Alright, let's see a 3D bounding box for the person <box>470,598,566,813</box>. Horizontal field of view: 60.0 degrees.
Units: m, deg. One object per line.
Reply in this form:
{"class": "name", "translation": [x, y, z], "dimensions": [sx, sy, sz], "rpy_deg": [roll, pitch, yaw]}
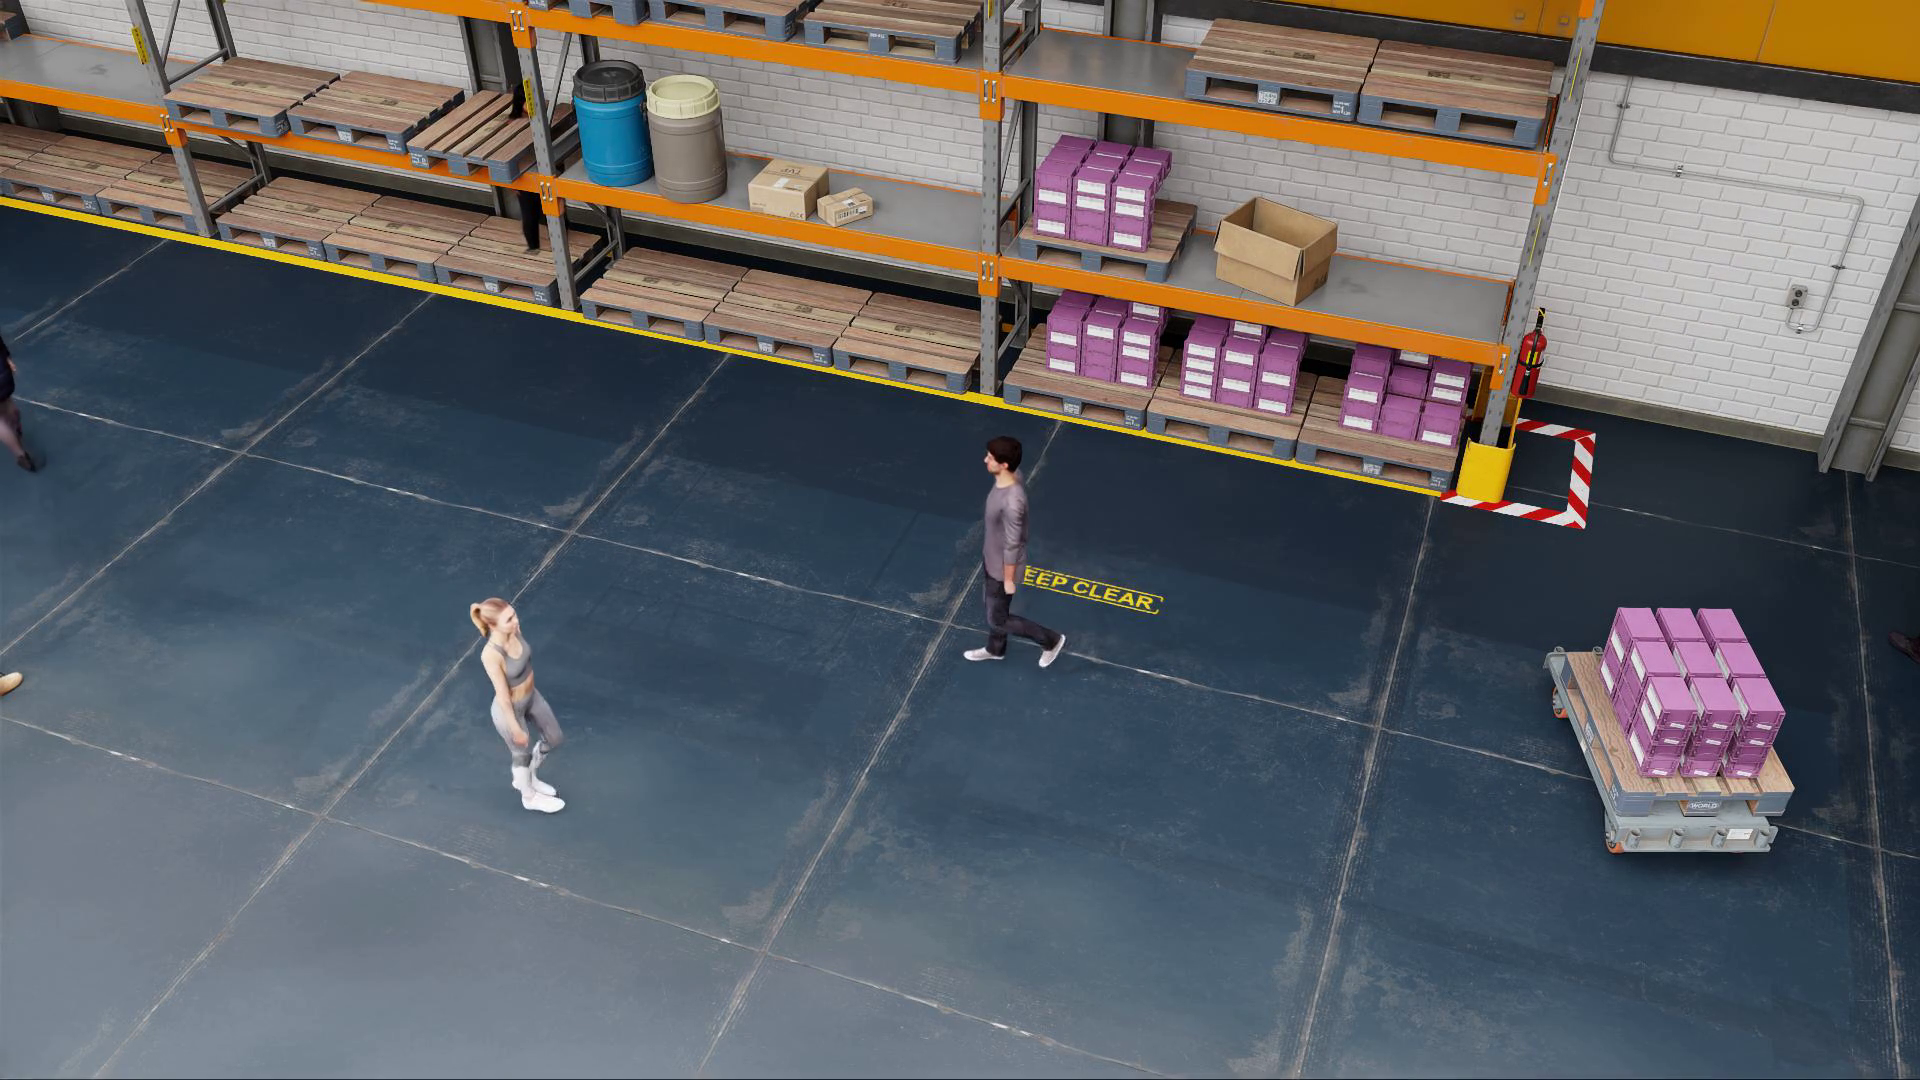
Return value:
{"class": "person", "translation": [-2.678, 0.981, 9.792], "dimensions": [0.638, 1.699, 0.630], "rpy_deg": [6, 39, 8]}

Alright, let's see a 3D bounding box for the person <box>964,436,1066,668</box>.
{"class": "person", "translation": [0.373, 0.118, 10.762], "dimensions": [1.018, 1.839, 0.880], "rpy_deg": [-2, 39, -2]}

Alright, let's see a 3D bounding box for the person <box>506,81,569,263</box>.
{"class": "person", "translation": [-3.824, -3.303, 15.064], "dimensions": [0.772, 1.815, 0.819], "rpy_deg": [-20, 43, -23]}

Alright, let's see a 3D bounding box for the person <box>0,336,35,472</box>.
{"class": "person", "translation": [-7.398, -1.217, 12.599], "dimensions": [1.000, 1.631, 0.814], "rpy_deg": [24, 45, 27]}
